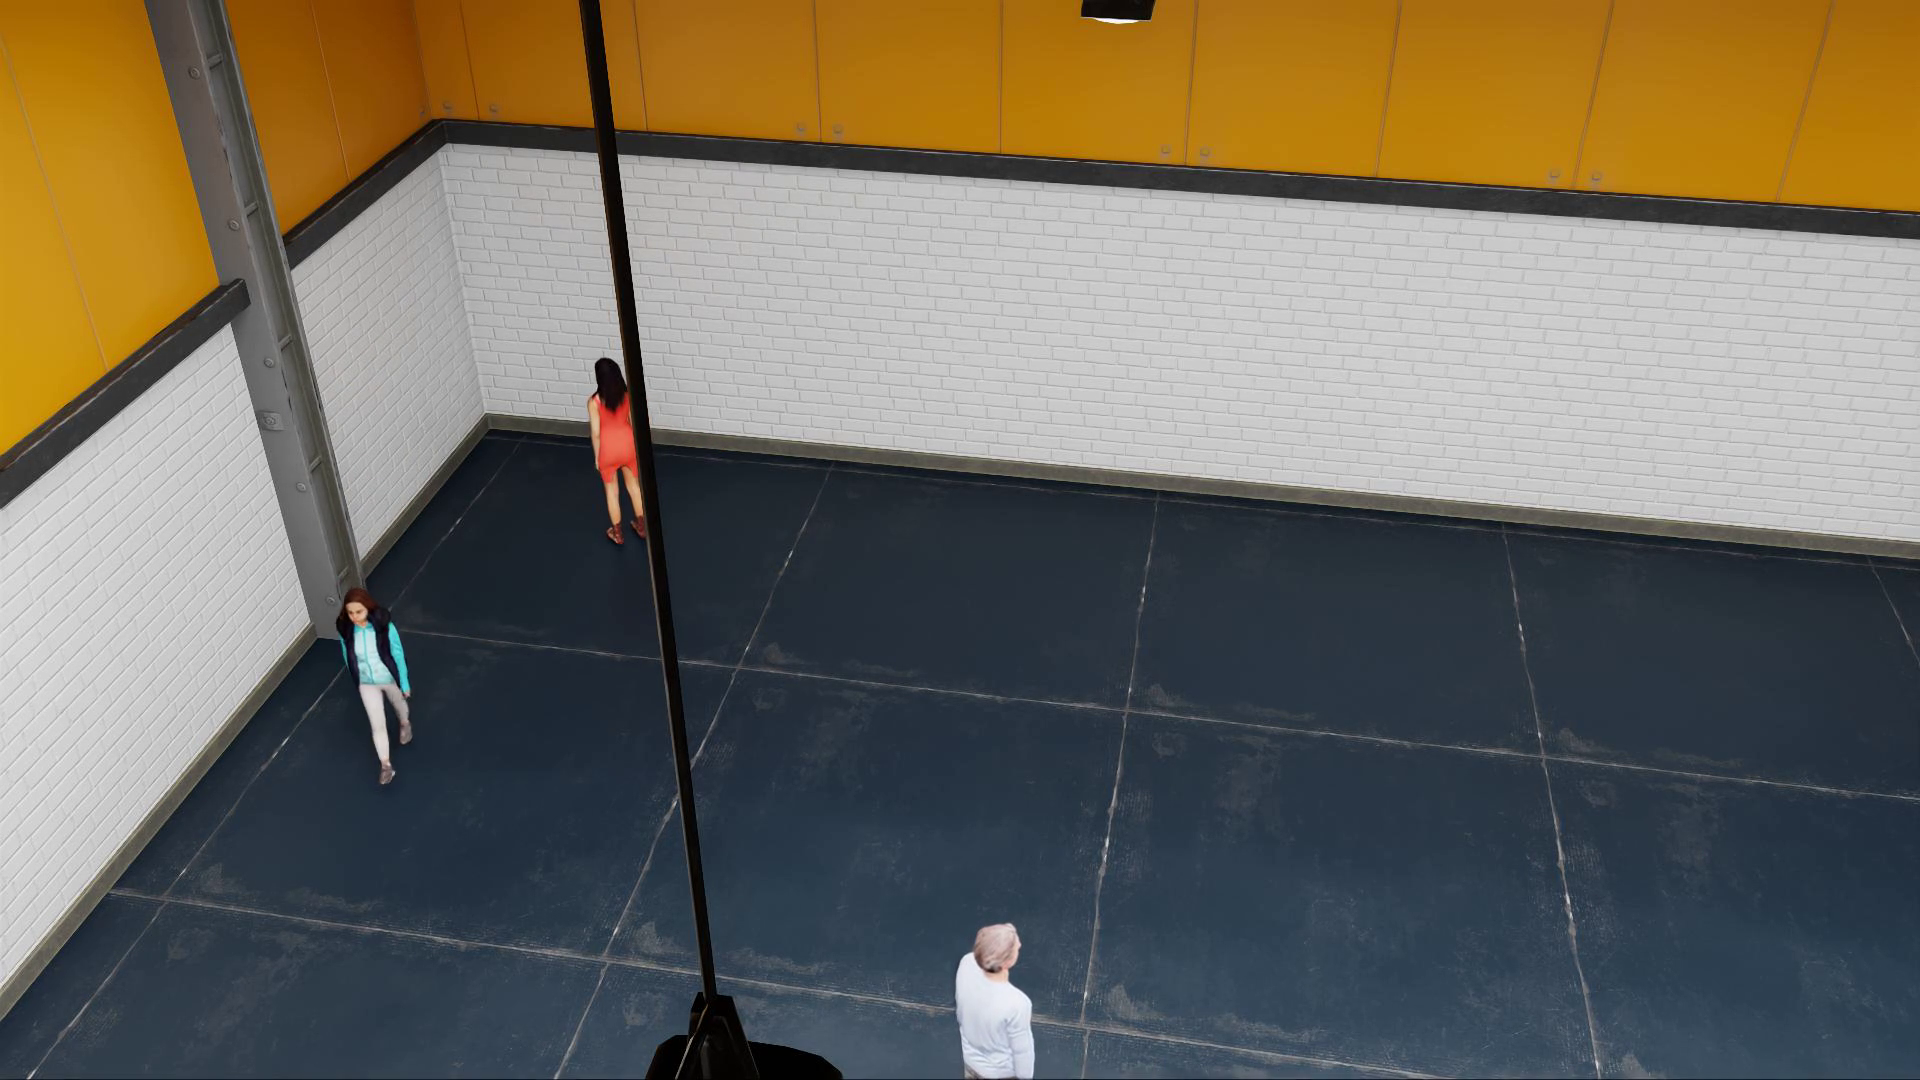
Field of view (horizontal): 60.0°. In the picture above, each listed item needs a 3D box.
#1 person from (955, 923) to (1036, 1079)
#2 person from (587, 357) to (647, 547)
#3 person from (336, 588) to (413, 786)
[{"bbox_3d":[0.172,2.682,8.562,0.785,1.892,0.747,-25,41,-32],"label":"person"},{"bbox_3d":[-2.855,-0.732,13.857,0.647,1.717,0.708,-22,39,-29],"label":"person"},{"bbox_3d":[-4.026,0.917,11.608,0.778,1.459,1.046,-4,34,-7],"label":"person"}]
